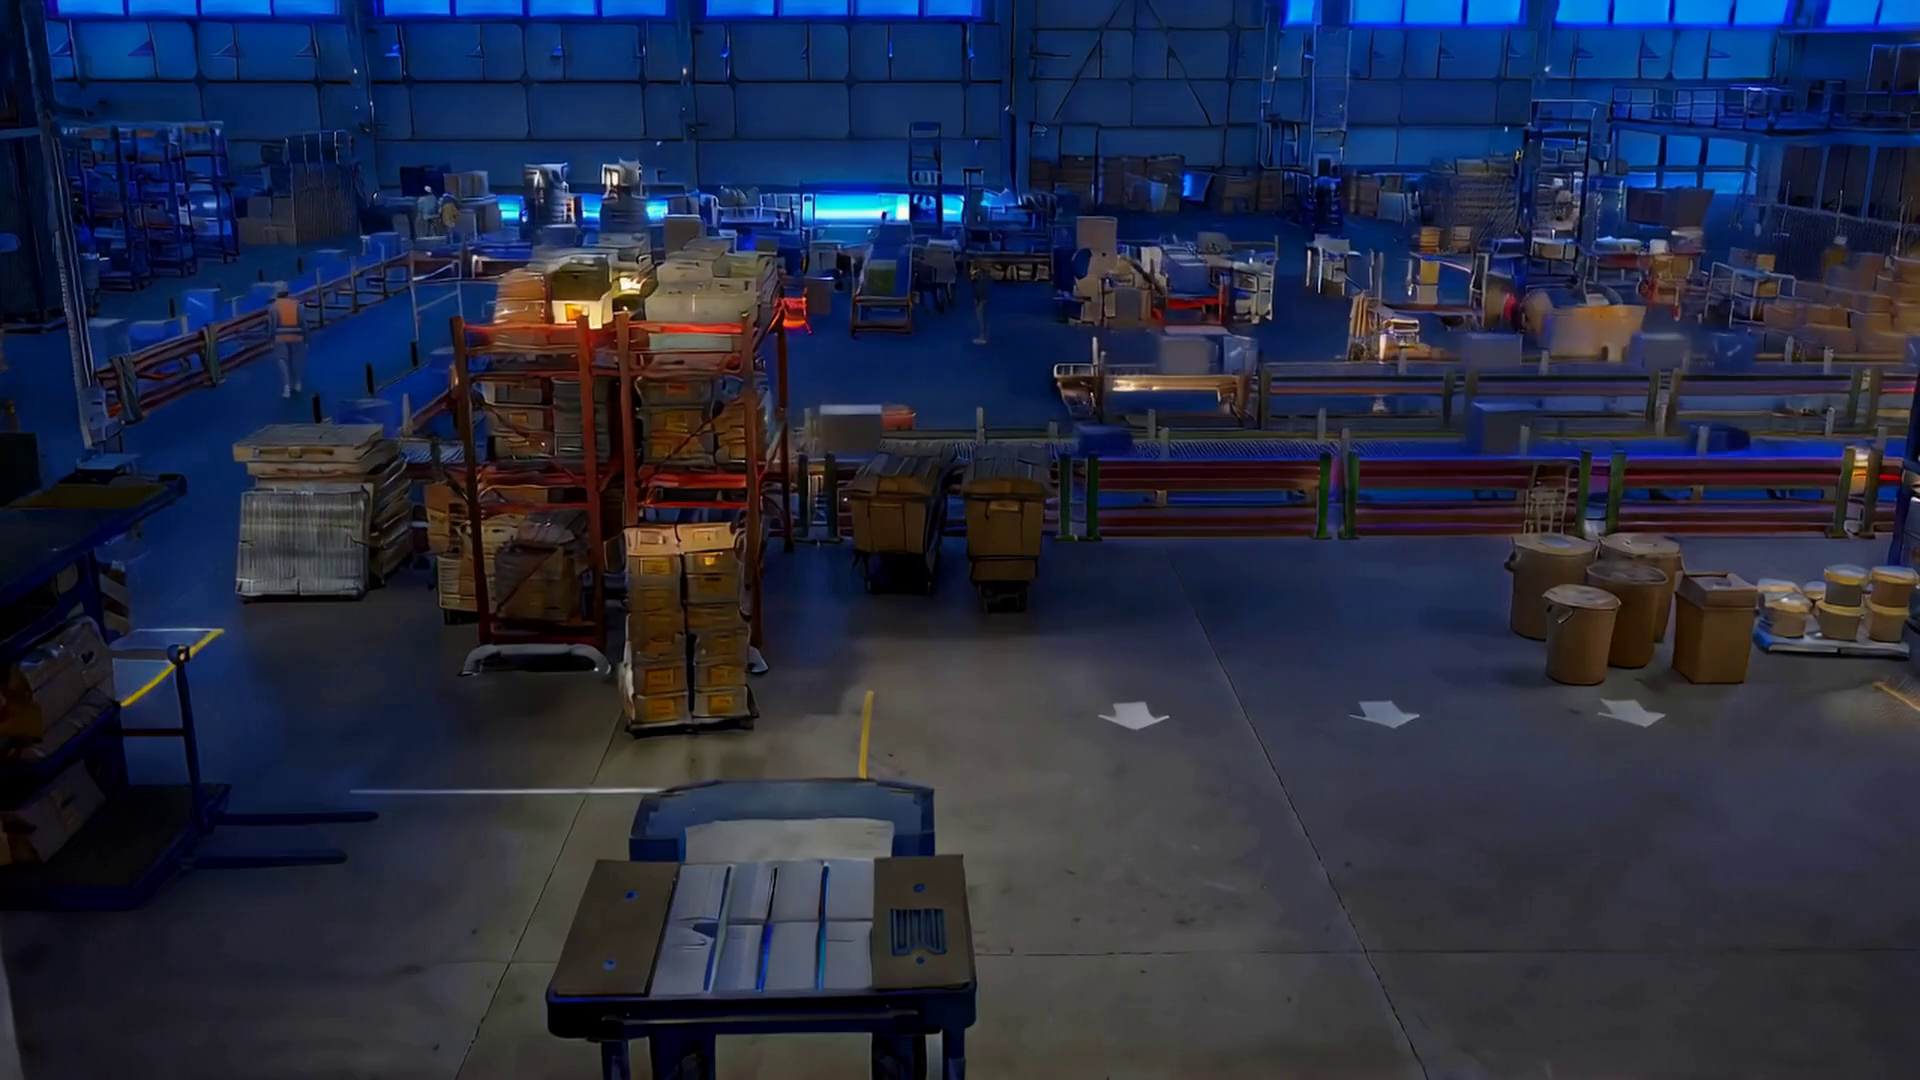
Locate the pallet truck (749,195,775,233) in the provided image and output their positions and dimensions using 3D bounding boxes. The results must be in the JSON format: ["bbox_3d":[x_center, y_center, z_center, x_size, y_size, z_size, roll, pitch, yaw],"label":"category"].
[{"bbox_3d":[-6.051,-9.967,50.660,0.680,1.201,1.601,0,16,-1],"label":"pallet truck"}]

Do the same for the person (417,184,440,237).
[{"bbox_3d":[-14.535,-8.818,45.580,0.563,1.839,0.394,-5,17,-18],"label":"person"}]

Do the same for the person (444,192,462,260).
[{"bbox_3d":[-13.355,-8.295,43.898,0.530,1.766,0.334,9,19,30],"label":"person"}]

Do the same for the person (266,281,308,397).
[{"bbox_3d":[-10.495,-3.151,26.002,0.622,1.787,0.839,-11,19,-34],"label":"person"}]

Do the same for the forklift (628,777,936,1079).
[{"bbox_3d":[-0.542,2.165,5.552,1.129,2.768,1.873,-1,16,-2],"label":"forklift"}]

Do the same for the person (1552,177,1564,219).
[{"bbox_3d":[17.836,-9.962,49.729,0.308,1.743,0.493,12,20,35],"label":"person"}]

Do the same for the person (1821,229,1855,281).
[{"bbox_3d":[17.260,-5.154,32.734,0.577,1.907,0.644,8,18,26],"label":"person"}]

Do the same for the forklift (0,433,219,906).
[{"bbox_3d":[-5.952,0.780,10.366,1.873,2.768,1.129,0,16,-1],"label":"forklift"}]

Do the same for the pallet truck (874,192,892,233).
[{"bbox_3d":[-2.277,-9.986,50.594,0.653,1.274,1.630,0,16,-1],"label":"pallet truck"}]

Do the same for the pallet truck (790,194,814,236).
[{"bbox_3d":[-4.814,-9.883,50.259,0.704,1.261,1.522,-1,16,-3],"label":"pallet truck"}]

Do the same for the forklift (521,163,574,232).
[{"bbox_3d":[-12.233,-10.122,49.298,1.157,1.987,2.680,0,16,-1],"label":"forklift"}]

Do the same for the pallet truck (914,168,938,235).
[{"bbox_3d":[-0.989,-10.316,50.507,0.823,1.965,1.885,1,16,3],"label":"pallet truck"}]

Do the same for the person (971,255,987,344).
[{"bbox_3d":[0.353,-4.451,30.788,0.279,1.624,0.494,0,16,1],"label":"person"}]

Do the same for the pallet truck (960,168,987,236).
[{"bbox_3d":[0.383,-10.230,50.206,0.823,1.965,1.885,-1,16,-3],"label":"pallet truck"}]

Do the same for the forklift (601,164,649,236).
[{"bbox_3d":[-9.948,-10.127,49.296,1.157,1.987,2.680,-1,16,-3],"label":"forklift"}]
